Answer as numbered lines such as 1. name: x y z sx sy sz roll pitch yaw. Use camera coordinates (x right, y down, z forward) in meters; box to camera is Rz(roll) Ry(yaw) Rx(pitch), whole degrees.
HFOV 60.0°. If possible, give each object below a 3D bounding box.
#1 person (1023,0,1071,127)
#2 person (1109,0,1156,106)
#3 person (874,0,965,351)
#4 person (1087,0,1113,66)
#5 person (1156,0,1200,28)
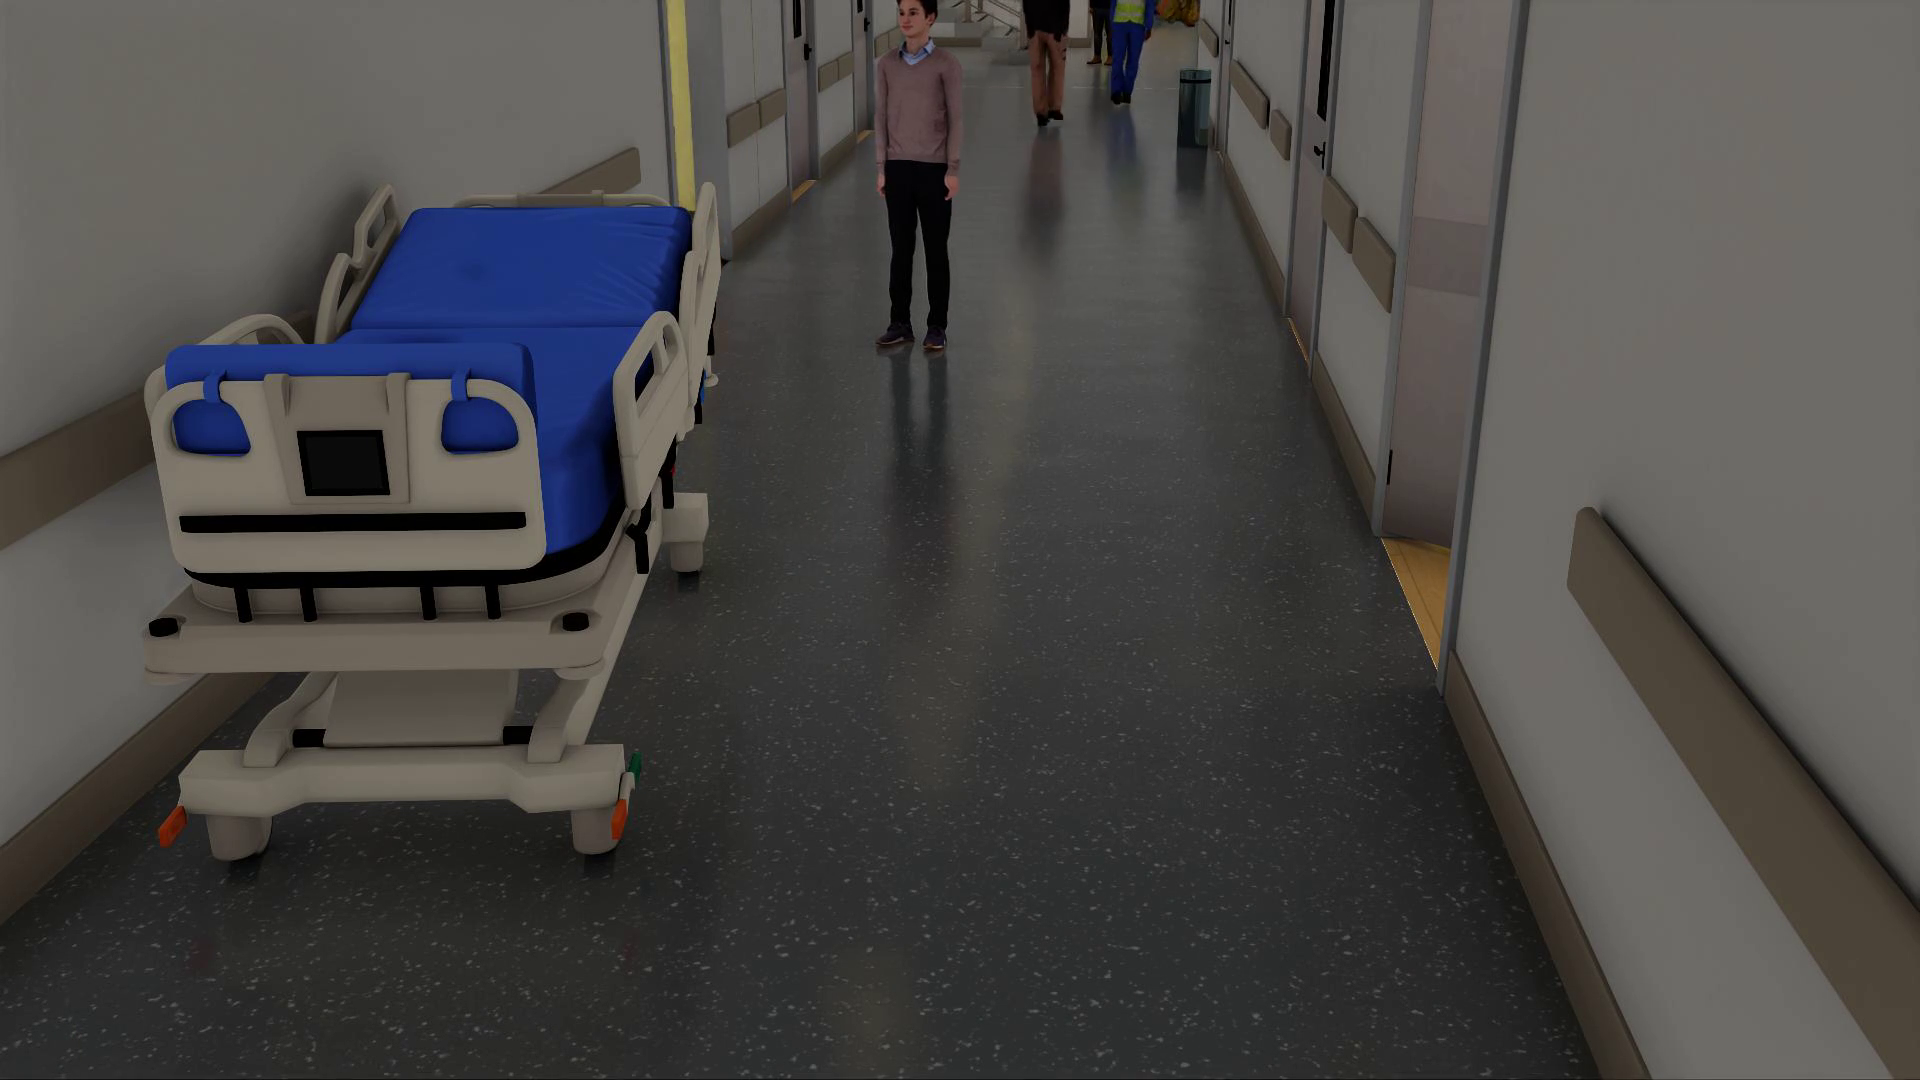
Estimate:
1. person: 0.874 -5.294 17.352 0.745 1.901 0.754 4 21 11
2. person: 1.977 -5.949 19.251 1.044 1.782 0.753 3 21 8
3. person: -0.209 -1.888 8.491 0.581 1.808 0.736 8 22 20
4. person: 2.124 -7.870 24.406 0.648 1.722 0.783 14 25 32
5. person: 4.281 -10.827 32.336 1.157 1.636 1.172 -13 24 -30
